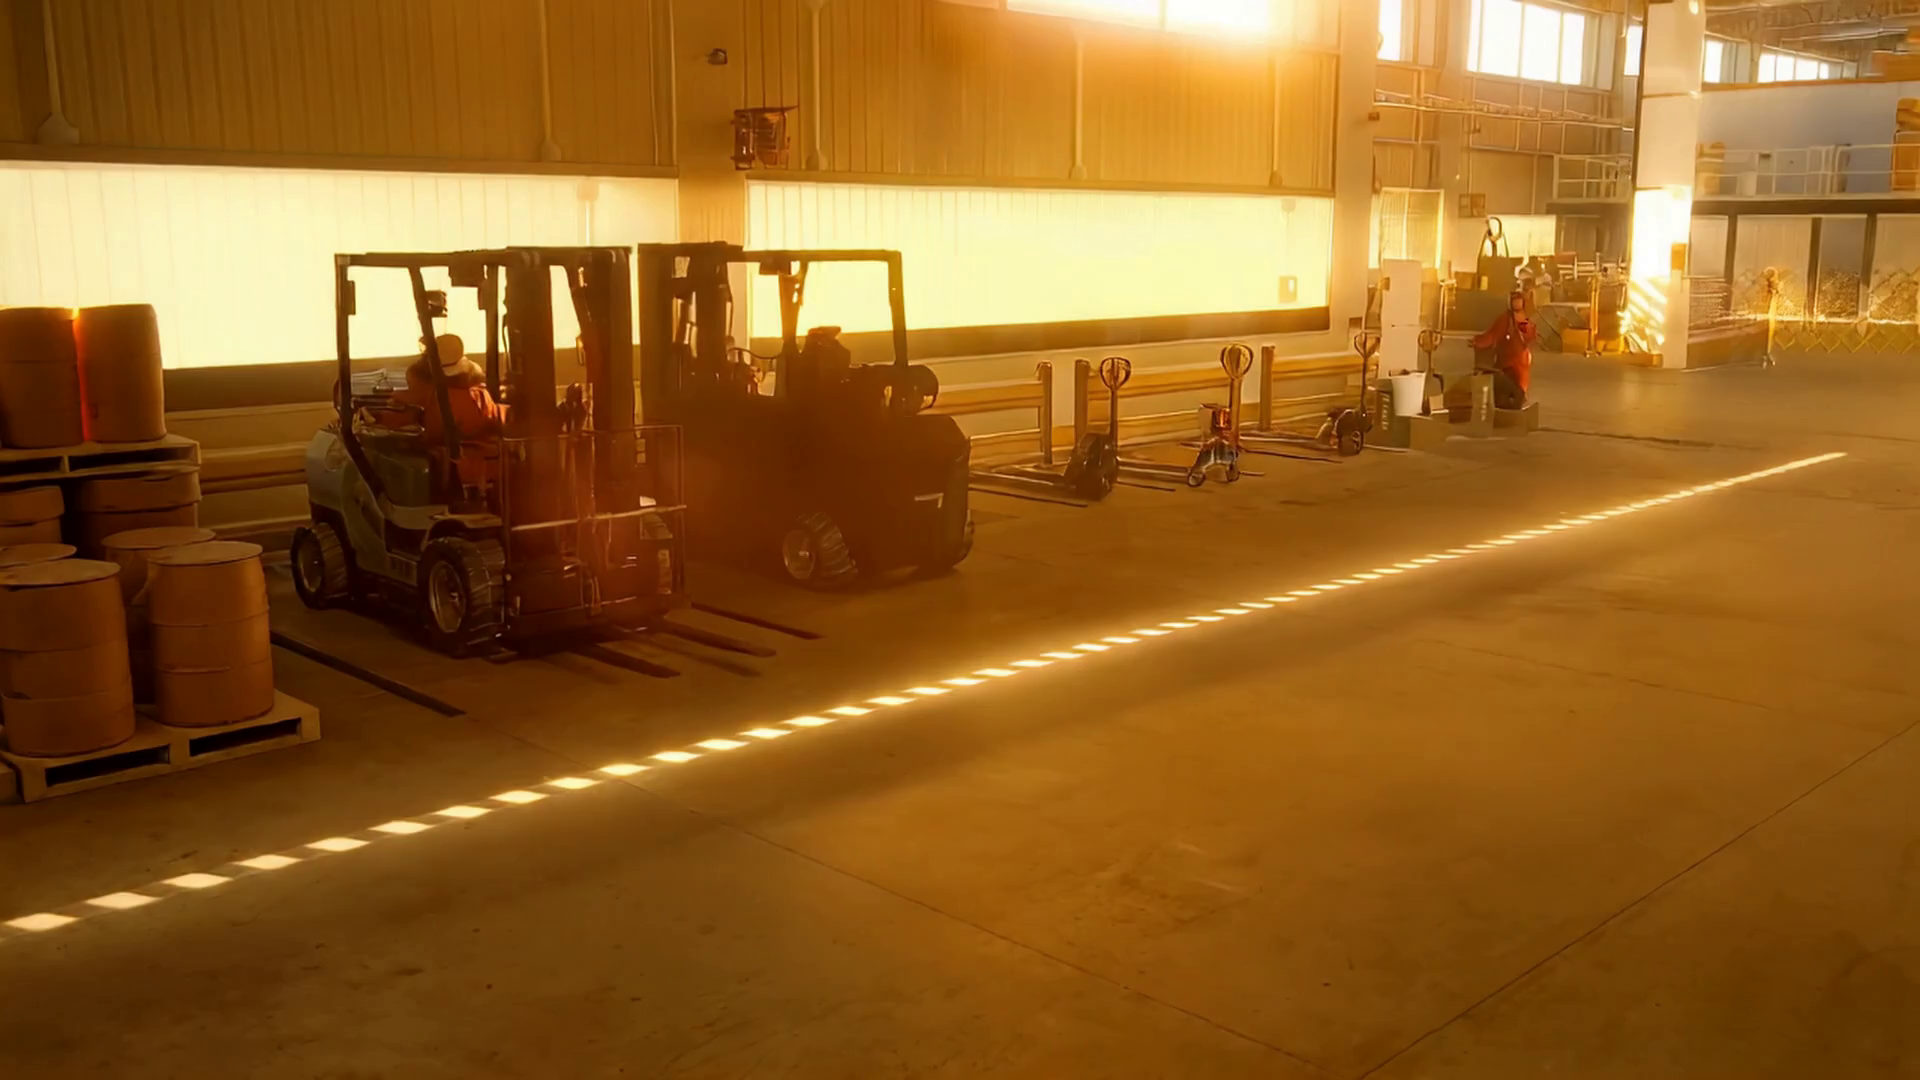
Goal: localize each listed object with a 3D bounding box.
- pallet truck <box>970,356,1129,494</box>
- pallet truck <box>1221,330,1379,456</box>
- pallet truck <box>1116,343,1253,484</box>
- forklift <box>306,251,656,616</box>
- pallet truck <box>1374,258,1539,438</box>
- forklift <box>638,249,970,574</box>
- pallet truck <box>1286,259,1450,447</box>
[{"bbox_3d":[0.784,-1.085,14.876,0.680,1.201,1.601,-10,14,-44],"label":"pallet truck"},{"bbox_3d":[3.563,-1.581,17.381,0.653,1.274,1.630,-10,14,-44],"label":"pallet truck"},{"bbox_3d":[1.962,-1.215,15.415,1.522,1.261,0.704,10,14,43],"label":"pallet truck"},{"bbox_3d":[-2.833,-0.669,9.694,1.157,1.987,2.680,-10,14,-44],"label":"forklift"},{"bbox_3d":[5.704,-2.208,18.901,1.885,1.965,0.823,10,14,43],"label":"pallet truck"},{"bbox_3d":[-1.173,-0.958,11.239,2.680,1.987,1.157,10,14,43],"label":"forklift"},{"bbox_3d":[4.493,-2.078,18.196,0.823,1.965,1.885,-9,14,-40],"label":"pallet truck"}]
